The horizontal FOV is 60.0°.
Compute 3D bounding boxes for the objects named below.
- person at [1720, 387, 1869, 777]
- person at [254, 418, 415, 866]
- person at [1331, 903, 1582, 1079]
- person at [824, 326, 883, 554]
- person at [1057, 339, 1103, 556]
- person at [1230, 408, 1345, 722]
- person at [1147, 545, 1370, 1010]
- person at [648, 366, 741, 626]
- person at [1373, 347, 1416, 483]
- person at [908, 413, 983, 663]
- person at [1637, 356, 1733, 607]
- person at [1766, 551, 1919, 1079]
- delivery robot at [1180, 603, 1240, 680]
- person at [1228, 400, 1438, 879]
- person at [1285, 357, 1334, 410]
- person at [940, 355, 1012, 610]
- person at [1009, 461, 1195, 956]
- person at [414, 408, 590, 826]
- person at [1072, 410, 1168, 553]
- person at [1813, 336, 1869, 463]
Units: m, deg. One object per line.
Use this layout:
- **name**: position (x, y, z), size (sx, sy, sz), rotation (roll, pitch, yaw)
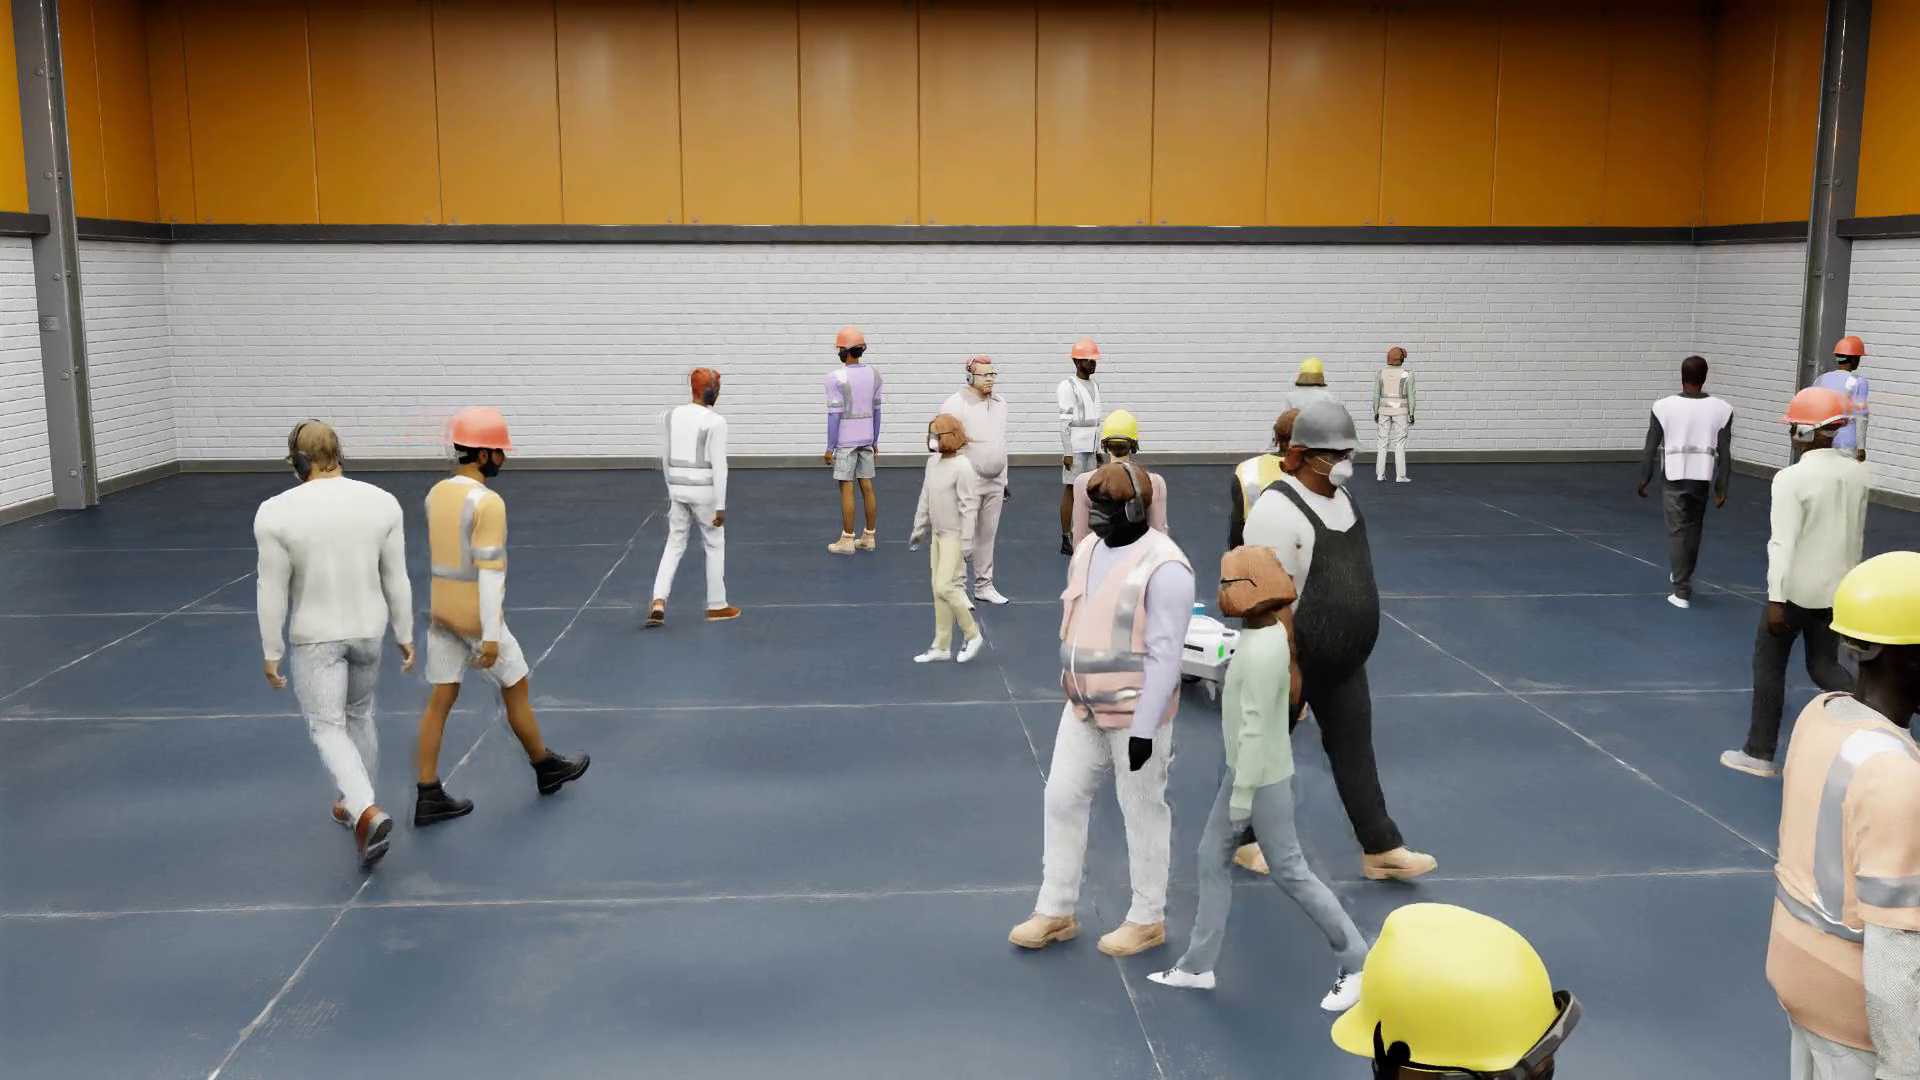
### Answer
- **person**: position (4.199, 0.247, 8.063), size (0.628, 1.971, 0.830), rotation (-4, 10, -25)
- **person**: position (-2.648, 0.429, 7.143), size (0.647, 1.900, 0.878), rotation (-8, 12, -41)
- **person**: position (0.610, 1.299, 2.077), size (0.329, 1.763, 0.523), rotation (1, 9, 4)
- **person**: position (-0.972, -0.893, 14.947), size (0.607, 2.048, 0.365), rotation (-9, 13, -44)
- **person**: position (1.103, -0.828, 14.880), size (0.358, 1.938, 0.542), rotation (7, 11, 37)
- **person**: position (1.753, 0.189, 8.966), size (0.615, 1.801, 0.959), rotation (2, 9, 13)
- **person**: position (1.079, 0.818, 5.694), size (0.805, 1.609, 0.520), rotation (1, 9, 8)
- **person**: position (-1.928, -0.296, 11.865), size (0.602, 1.869, 0.747), rotation (5, 10, 30)
- **person**: position (5.232, -1.501, 20.049), size (0.525, 1.636, 0.307), rotation (7, 11, 36)
- **person**: position (-0.105, -0.003, 10.680), size (0.346, 1.626, 0.523), rotation (-5, 10, -27)
- **person**: position (5.556, -0.470, 12.830), size (0.596, 1.881, 0.931), rotation (1, 9, 5)
- **person**: position (1.932, 0.977, 3.566), size (0.356, 1.930, 0.592), rotation (2, 9, 12)
- **delivery robot**: position (1.390, 0.619, 9.829), size (0.477, 0.478, 0.707), rotation (-8, 12, -40)
- **person**: position (1.492, 0.413, 6.767), size (0.960, 2.000, 0.705), rotation (9, 13, 43)
- **person**: position (3.297, -0.875, 15.797), size (0.495, 1.725, 0.432), rotation (6, 11, 34)
- **person**: position (0.150, -0.436, 12.515), size (0.652, 1.906, 0.403), rotation (-8, 12, -43)
- **person**: position (0.491, 0.634, 6.040), size (0.646, 1.825, 0.659), rotation (-6, 11, -32)
- **person**: position (-2.188, 0.330, 7.743), size (0.572, 1.886, 0.962), rotation (7, 12, 38)
- **person**: position (0.877, 0.171, 9.136), size (0.525, 1.772, 0.308), rotation (2, 9, 10)
- **person**: position (8.221, -0.930, 15.522), size (0.372, 1.934, 0.551), rotation (-4, 10, -25)
